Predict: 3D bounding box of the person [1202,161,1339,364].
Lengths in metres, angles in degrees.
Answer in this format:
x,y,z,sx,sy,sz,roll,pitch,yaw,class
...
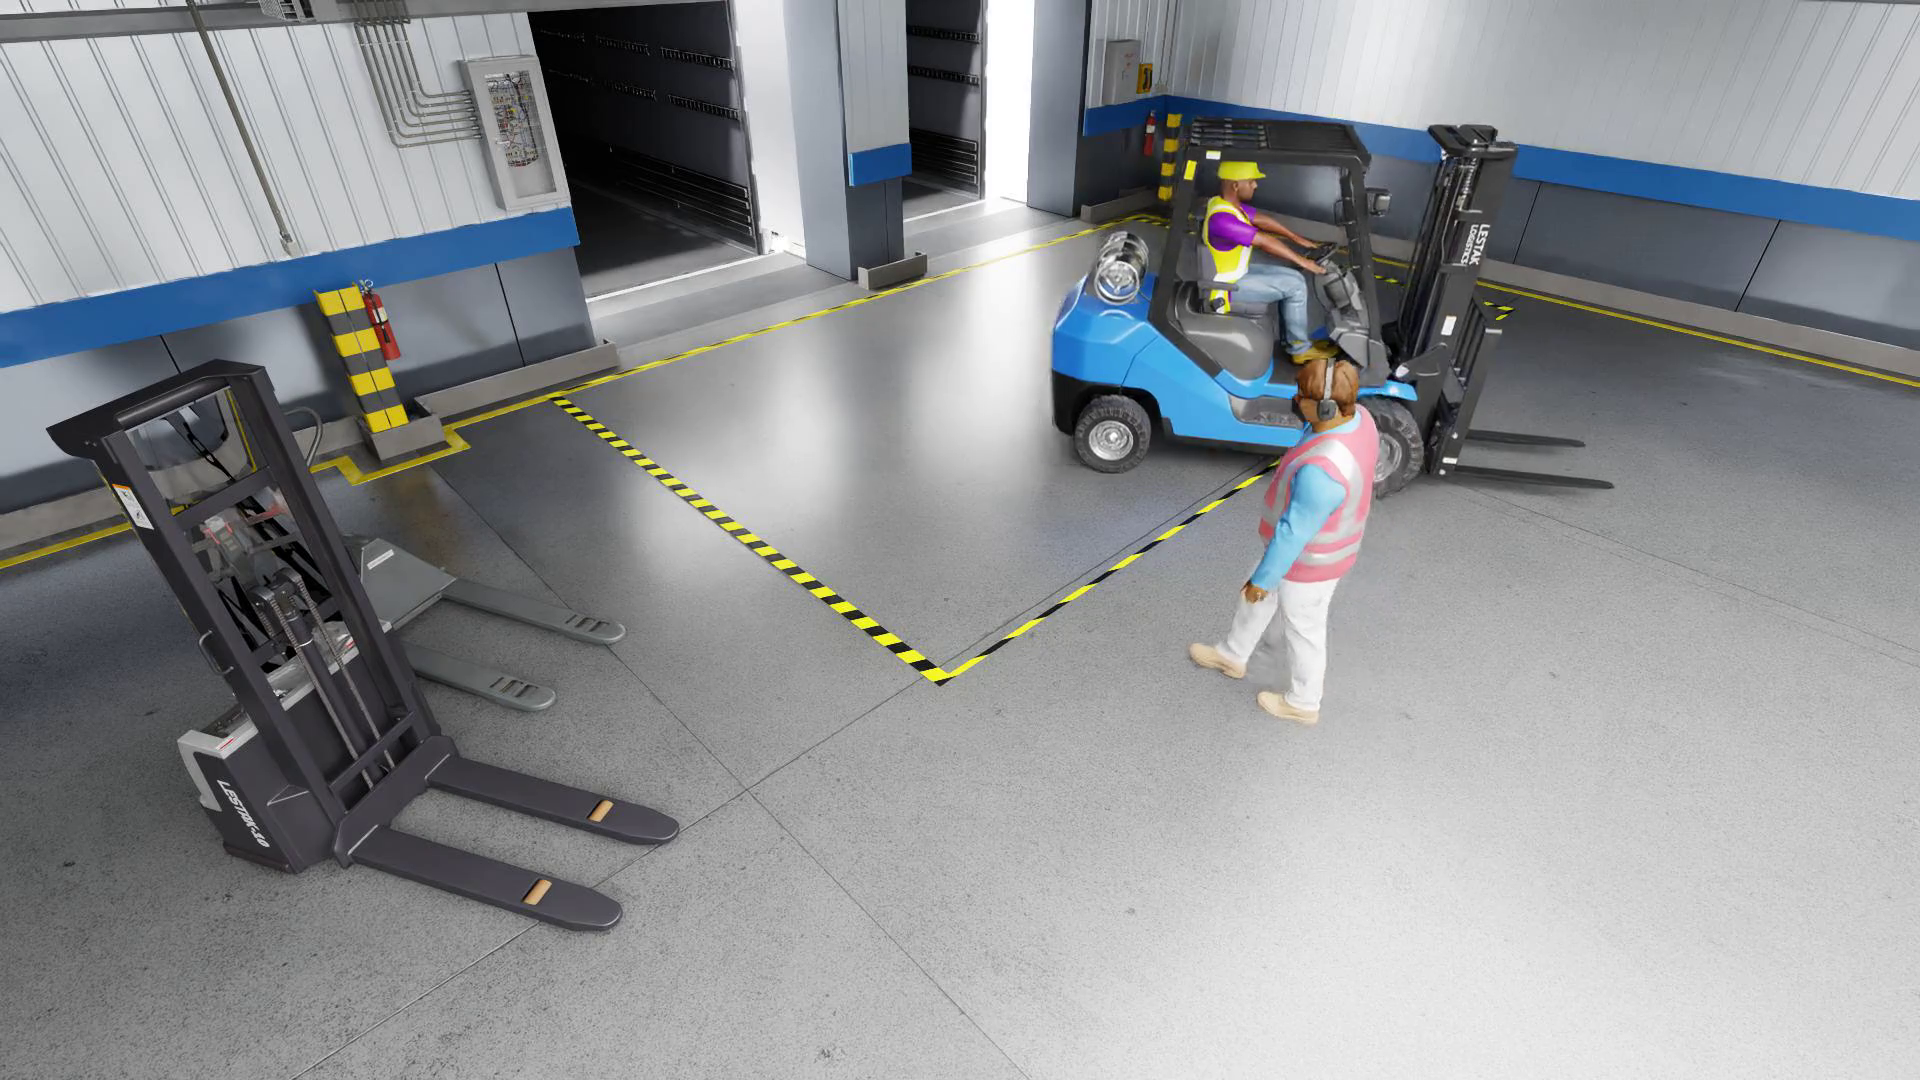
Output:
x,y,z,sx,sy,sz,roll,pitch,yaw,class
2.073,-1.816,5.996,1.004,1.293,0.635,8,35,11,person

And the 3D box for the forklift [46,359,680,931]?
x,y,z,sx,sy,sz,roll,pitch,yaw,class
-2.135,0.422,3.354,1.885,1.965,0.823,10,35,14,forklift

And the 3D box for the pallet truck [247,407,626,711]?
x,y,z,sx,sy,sz,roll,pitch,yaw,class
-2.628,0.038,4.590,1.601,1.201,0.680,12,36,18,pallet truck

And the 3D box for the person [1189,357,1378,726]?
x,y,z,sx,sy,sz,roll,pitch,yaw,class
1.438,0.035,4.079,0.687,1.816,0.655,16,37,22,person

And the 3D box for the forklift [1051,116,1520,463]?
x,y,z,sx,sy,sz,roll,pitch,yaw,class
2.017,-1.673,6.118,2.680,2.036,1.157,8,35,11,forklift
